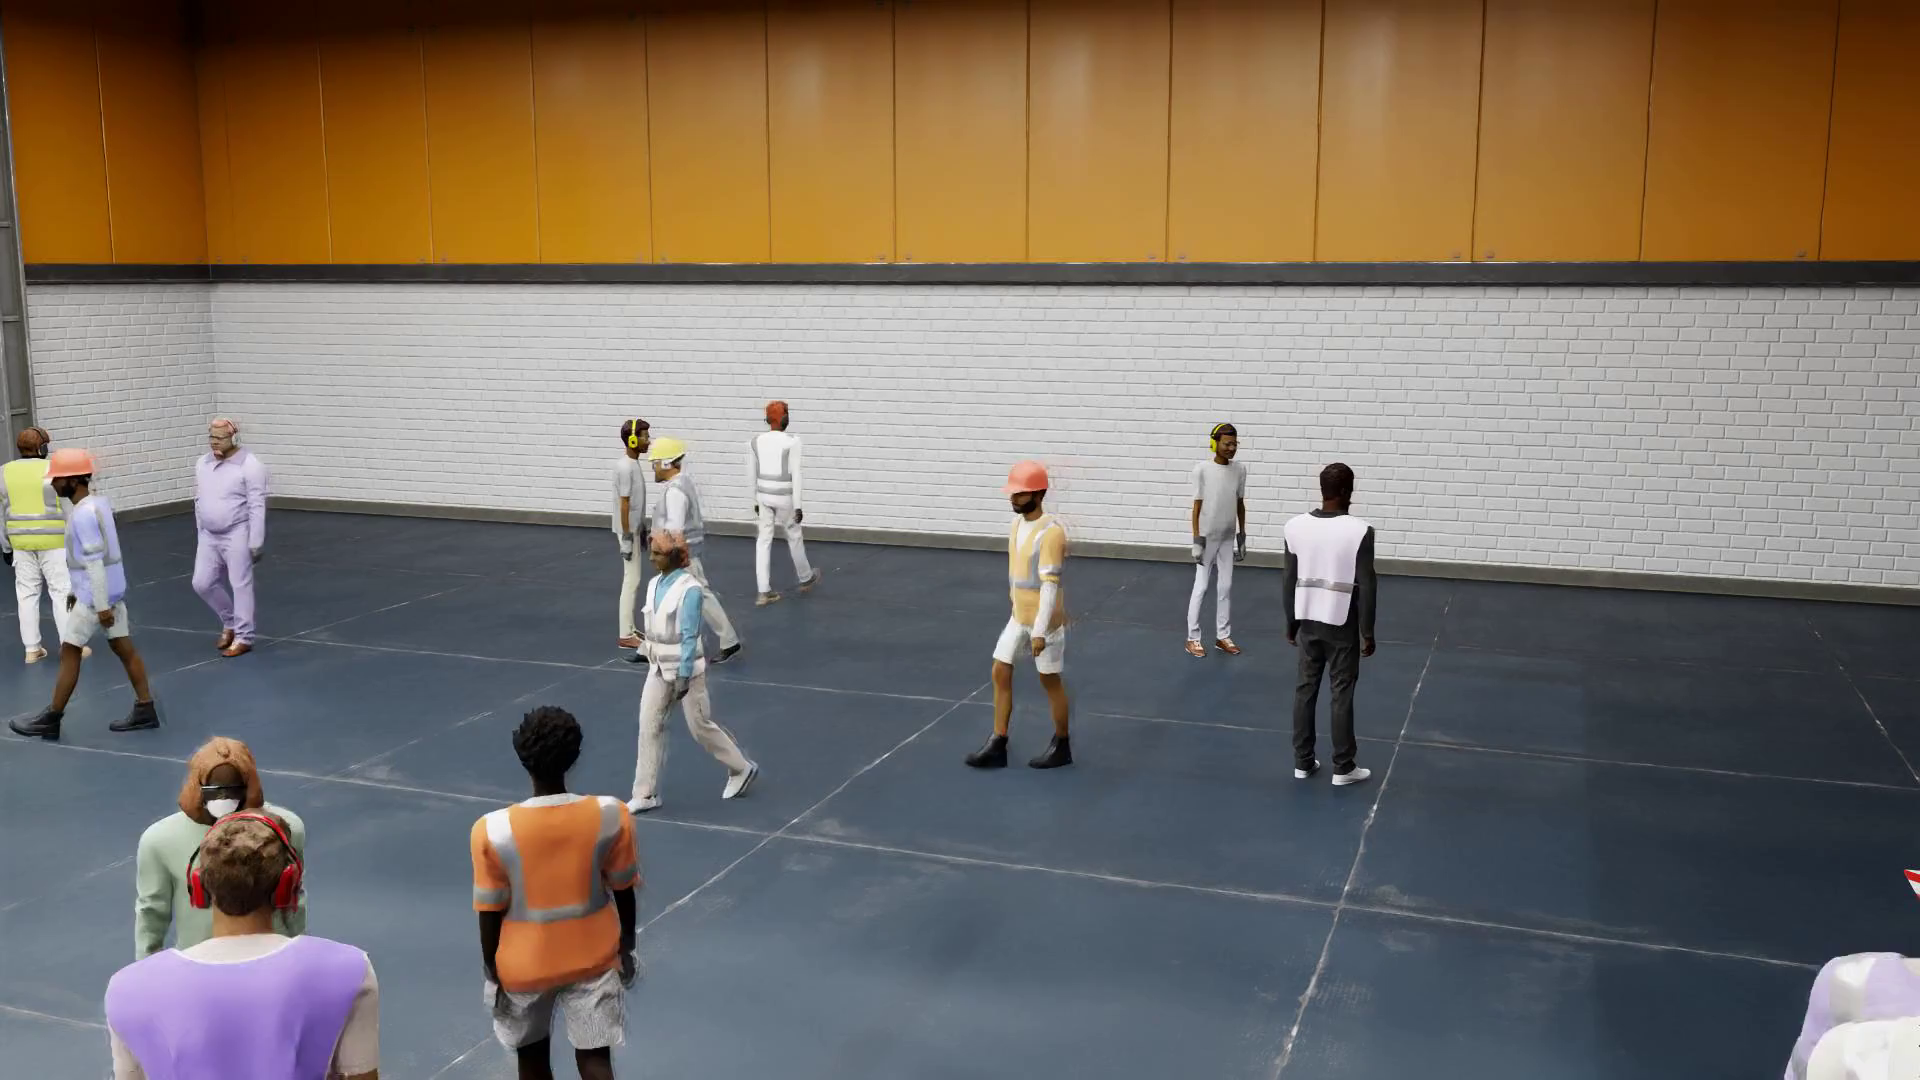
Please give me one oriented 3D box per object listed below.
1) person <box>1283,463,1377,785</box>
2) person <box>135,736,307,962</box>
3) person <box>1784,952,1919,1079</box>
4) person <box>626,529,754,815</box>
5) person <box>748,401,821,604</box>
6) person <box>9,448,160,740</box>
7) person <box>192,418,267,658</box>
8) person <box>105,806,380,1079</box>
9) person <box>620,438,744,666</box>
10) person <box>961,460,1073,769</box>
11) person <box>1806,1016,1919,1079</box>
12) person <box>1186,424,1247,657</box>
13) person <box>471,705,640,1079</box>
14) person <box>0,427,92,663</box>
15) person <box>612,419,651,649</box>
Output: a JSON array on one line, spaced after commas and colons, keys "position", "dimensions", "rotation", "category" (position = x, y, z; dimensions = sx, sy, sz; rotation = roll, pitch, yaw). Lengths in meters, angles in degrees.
[{"position": [2.187, 0.498, 9.881], "dimensions": [0.587, 1.913, 0.393], "rotation": [8, 12, 40], "category": "person"}, {"position": [-2.412, 1.365, 5.480], "dimensions": [0.519, 1.597, 0.741], "rotation": [-4, 10, -23], "category": "person"}, {"position": [2.088, 1.514, 3.609], "dimensions": [0.667, 1.890, 0.736], "rotation": [-8, 12, -42], "category": "person"}, {"position": [-1.564, 0.724, 9.392], "dimensions": [0.794, 1.610, 0.510], "rotation": [-9, 13, -44], "category": "person"}, {"position": [-1.650, -0.370, 15.477], "dimensions": [0.608, 1.835, 0.974], "rotation": [4, 10, 22], "category": "person"}, {"position": [-5.750, 0.350, 10.830], "dimensions": [0.930, 1.892, 0.561], "rotation": [-2, 9, -14], "category": "person"}, {"position": [-5.770, -0.021, 13.128], "dimensions": [0.678, 1.894, 0.418], "rotation": [3, 10, 17], "category": "person"}, {"position": [-1.601, 1.520, 3.802], "dimensions": [0.580, 1.823, 0.504], "rotation": [-3, 10, -18], "category": "person"}, {"position": [-2.124, 0.102, 12.793], "dimensions": [0.948, 1.776, 0.676], "rotation": [-1, 9, -9], "category": "person"}, {"position": [0.350, 0.476, 10.039], "dimensions": [0.836, 1.903, 0.573], "rotation": [-5, 10, -29], "category": "person"}, {"position": [1.817, 1.566, 2.991], "dimensions": [0.617, 1.986, 1.033], "rotation": [5, 10, 26], "category": "person"}, {"position": [2.045, 0.000, 13.157], "dimensions": [0.509, 1.858, 0.354], "rotation": [-4, 10, -22], "category": "person"}, {"position": [-1.263, 1.358, 5.299], "dimensions": [0.536, 1.668, 0.757], "rotation": [-4, 10, -23], "category": "person"}, {"position": [-7.132, 0.041, 12.929], "dimensions": [0.621, 1.845, 0.430], "rotation": [0, 9, -3], "category": "person"}, {"position": [-2.635, -0.048, 13.445], "dimensions": [0.334, 1.860, 0.527], "rotation": [-1, 9, -3], "category": "person"}]
